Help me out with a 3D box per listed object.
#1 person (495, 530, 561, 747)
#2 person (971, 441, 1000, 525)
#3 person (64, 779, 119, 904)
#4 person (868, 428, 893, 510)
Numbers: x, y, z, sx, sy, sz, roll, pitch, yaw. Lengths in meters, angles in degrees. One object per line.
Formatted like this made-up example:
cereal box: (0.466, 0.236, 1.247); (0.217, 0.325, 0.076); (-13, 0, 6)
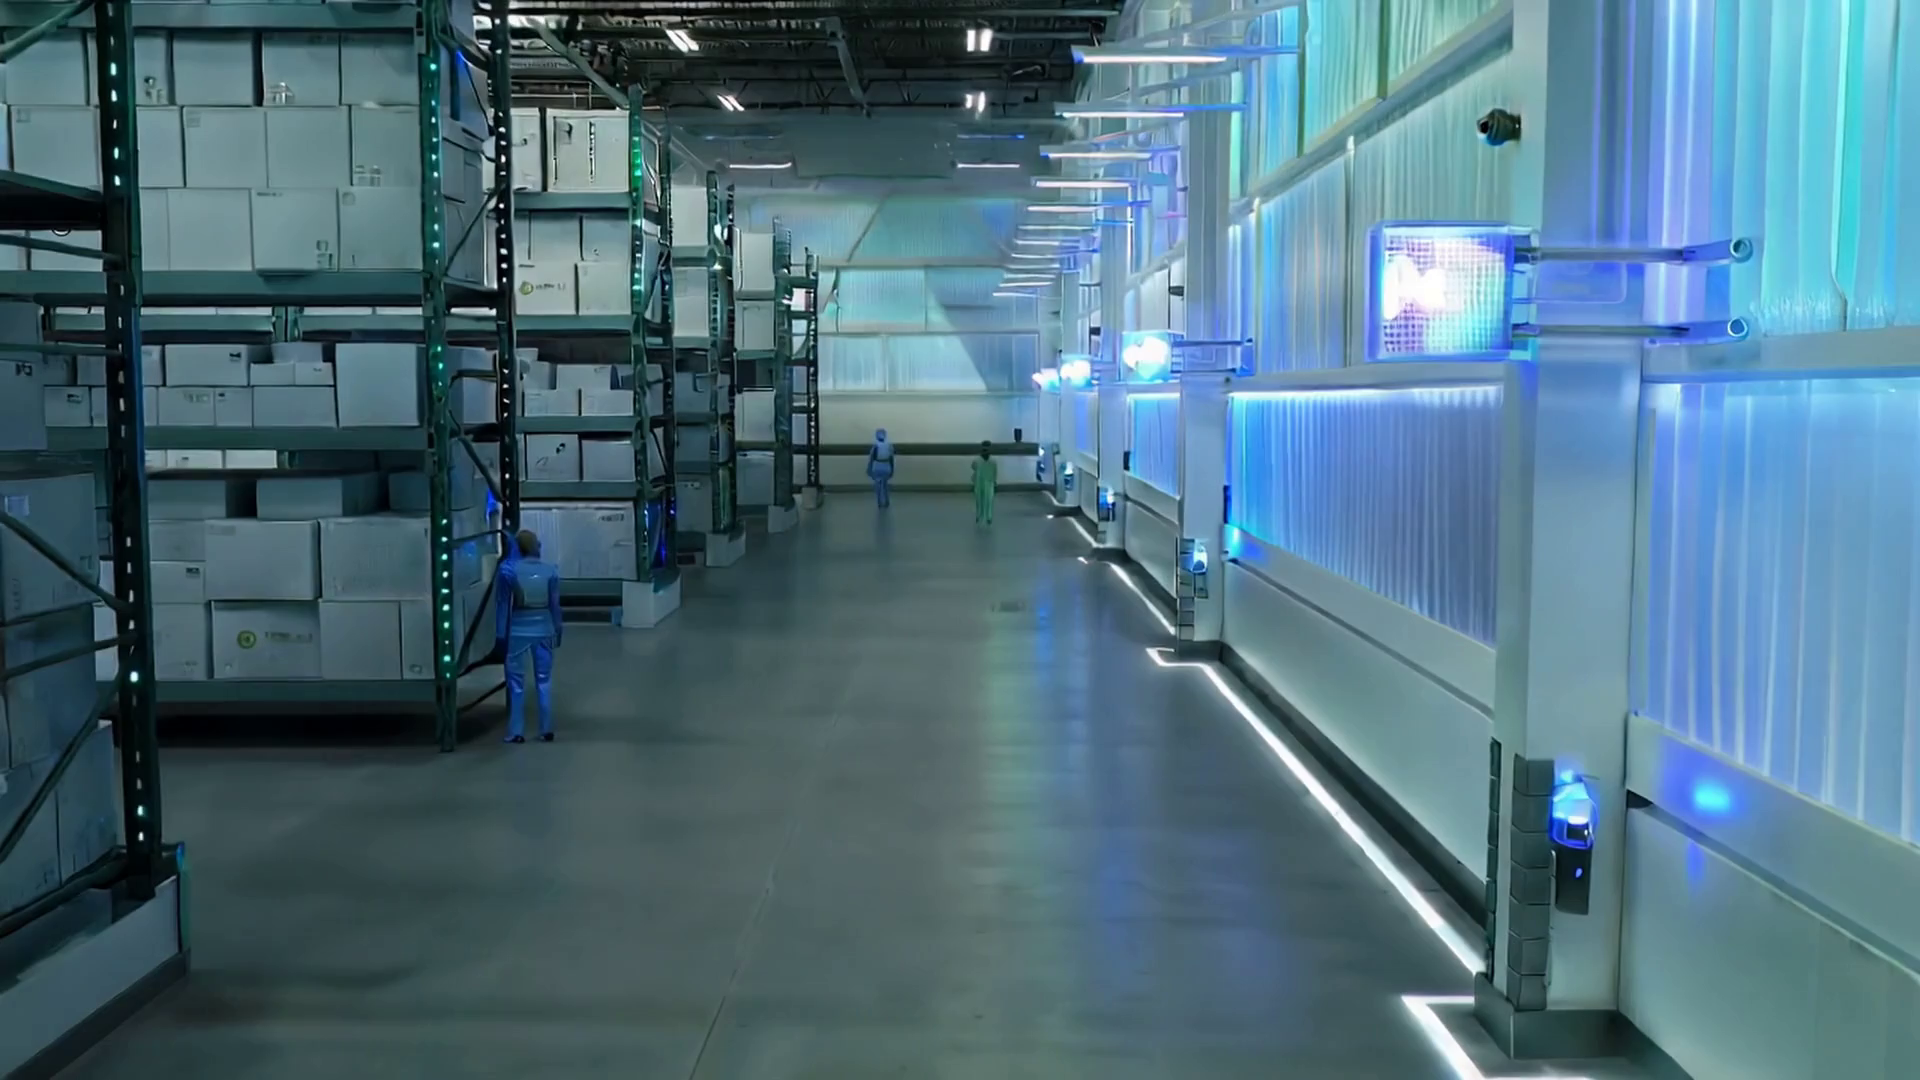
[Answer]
person: (-3.249, 0.736, 12.557); (0.522, 1.631, 0.317); (-4, 6, -40)
person: (0.543, -1.161, 33.988); (0.589, 1.733, 0.591); (-1, 5, -12)
person: (-4.621, 1.017, 8.586); (0.534, 1.748, 0.548); (1, 5, 9)
person: (-1.852, -1.653, 38.685); (0.550, 1.921, 0.399); (-2, 5, -22)
